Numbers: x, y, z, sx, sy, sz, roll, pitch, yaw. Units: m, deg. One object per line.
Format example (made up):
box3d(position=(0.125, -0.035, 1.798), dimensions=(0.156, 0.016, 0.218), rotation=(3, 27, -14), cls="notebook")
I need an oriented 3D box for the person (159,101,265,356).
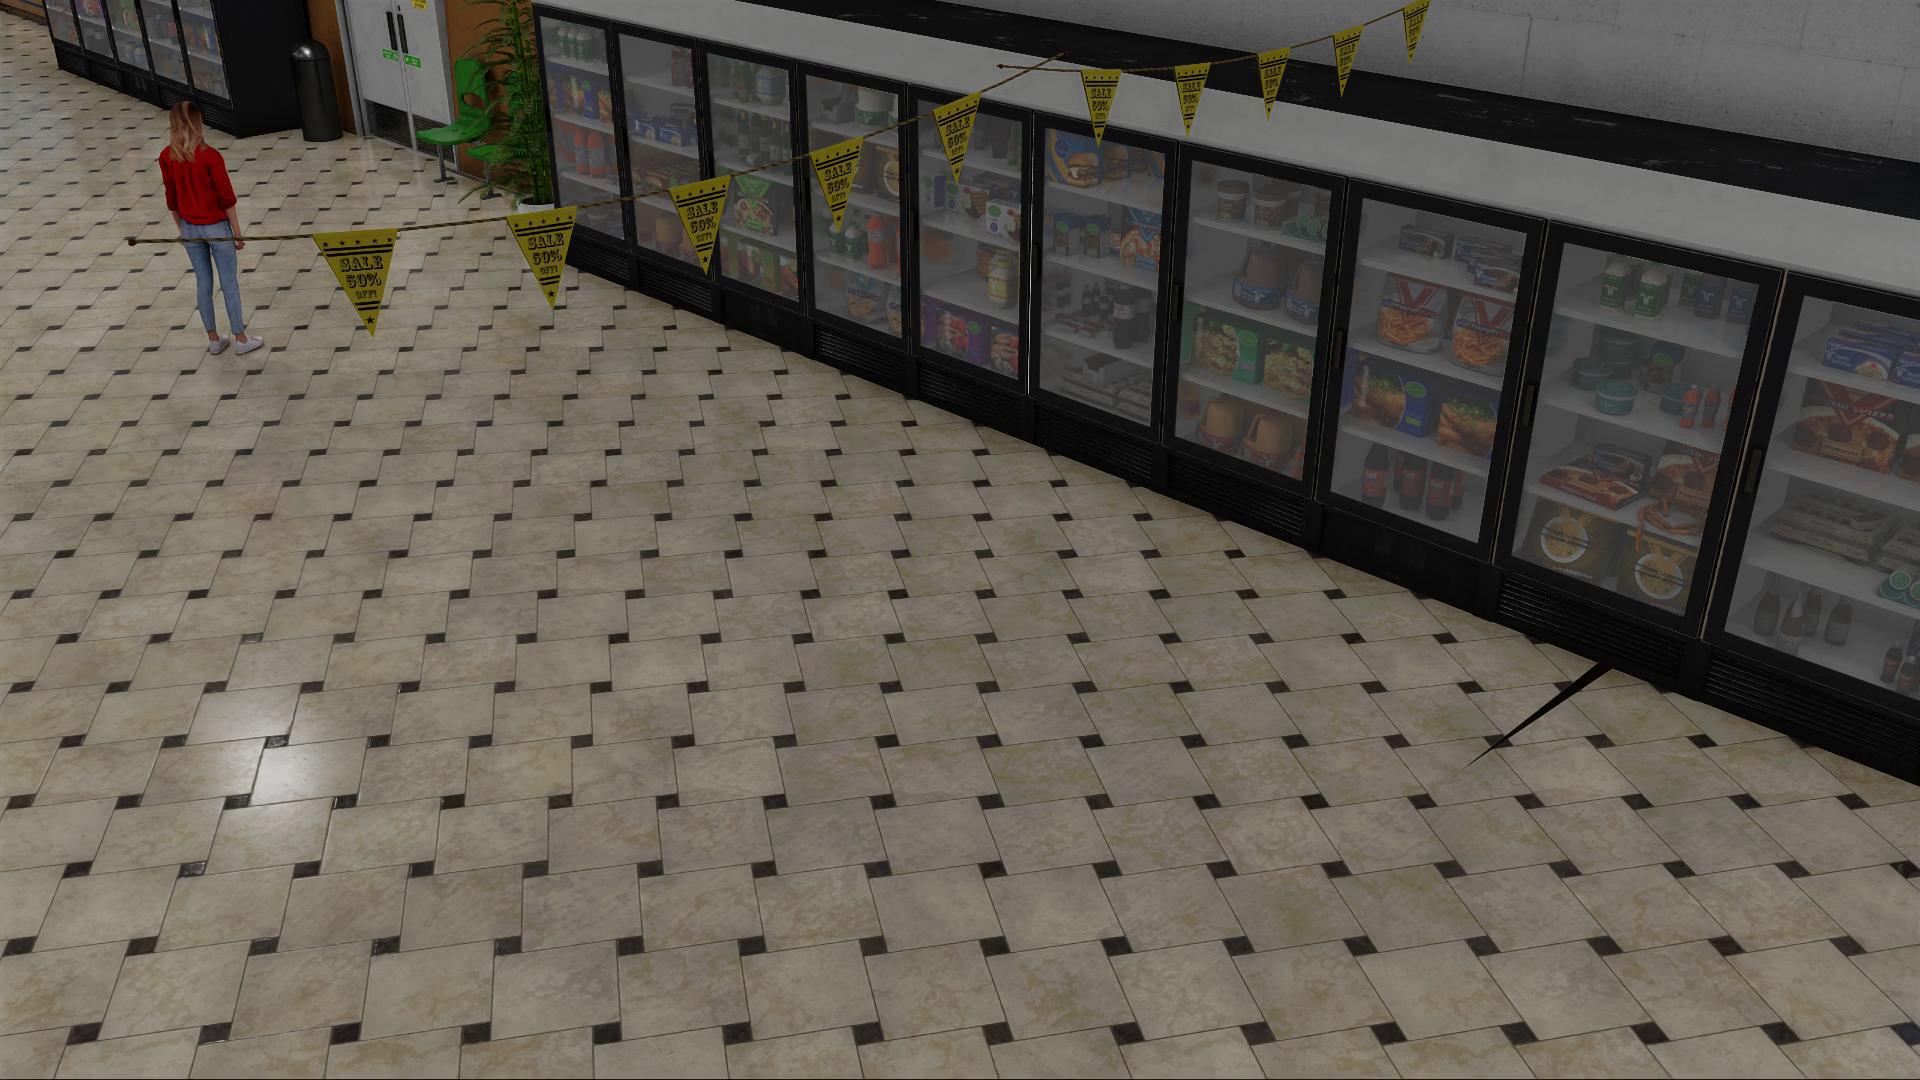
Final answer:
box3d(position=(-5.052, -2.078, 11.151), dimensions=(0.684, 1.703, 0.716), rotation=(3, 27, 5), cls="person")
